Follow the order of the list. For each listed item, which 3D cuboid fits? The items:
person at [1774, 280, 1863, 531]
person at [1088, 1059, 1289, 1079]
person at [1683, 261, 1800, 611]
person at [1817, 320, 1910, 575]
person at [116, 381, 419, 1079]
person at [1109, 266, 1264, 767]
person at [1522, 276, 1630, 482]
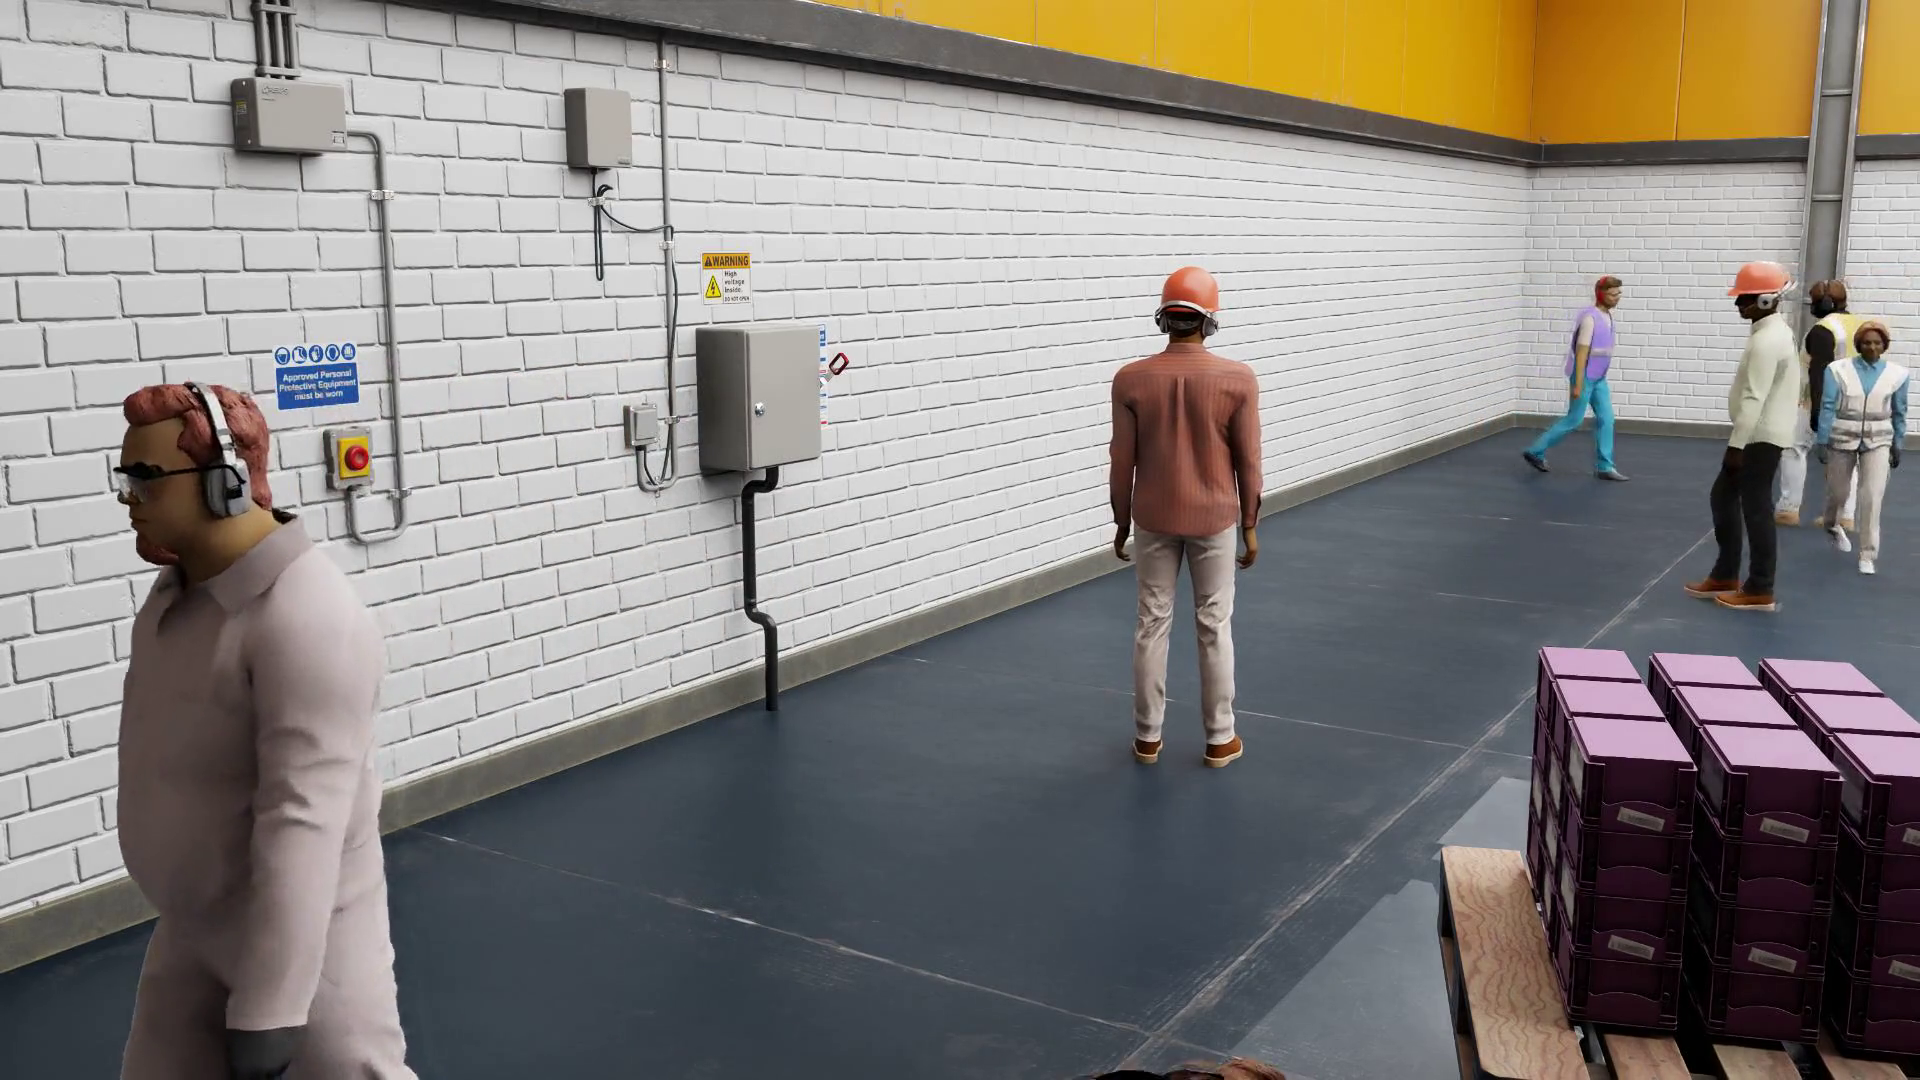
[{"bbox_3d":[6.239,-0.983,12.151,0.665,1.808,0.779,-7,12,-34],"label":"person"},{"bbox_3d":[0.038,1.113,1.075,0.536,1.611,0.442,7,13,35],"label":"person"},{"bbox_3d":[4.396,-0.581,9.440,0.622,1.977,0.653,5,11,26],"label":"person"},{"bbox_3d":[5.807,-0.625,10.756,0.529,1.604,0.764,4,11,23],"label":"person"},{"bbox_3d":[-1.283,0.678,2.786,0.679,1.860,0.951,9,14,42],"label":"person"},{"bbox_3d":[0.901,-0.082,6.646,0.610,1.996,0.378,3,11,15],"label":"person"},{"bbox_3d":[5.475,-1.425,14.666,0.875,1.800,0.621,9,14,41],"label":"person"}]
